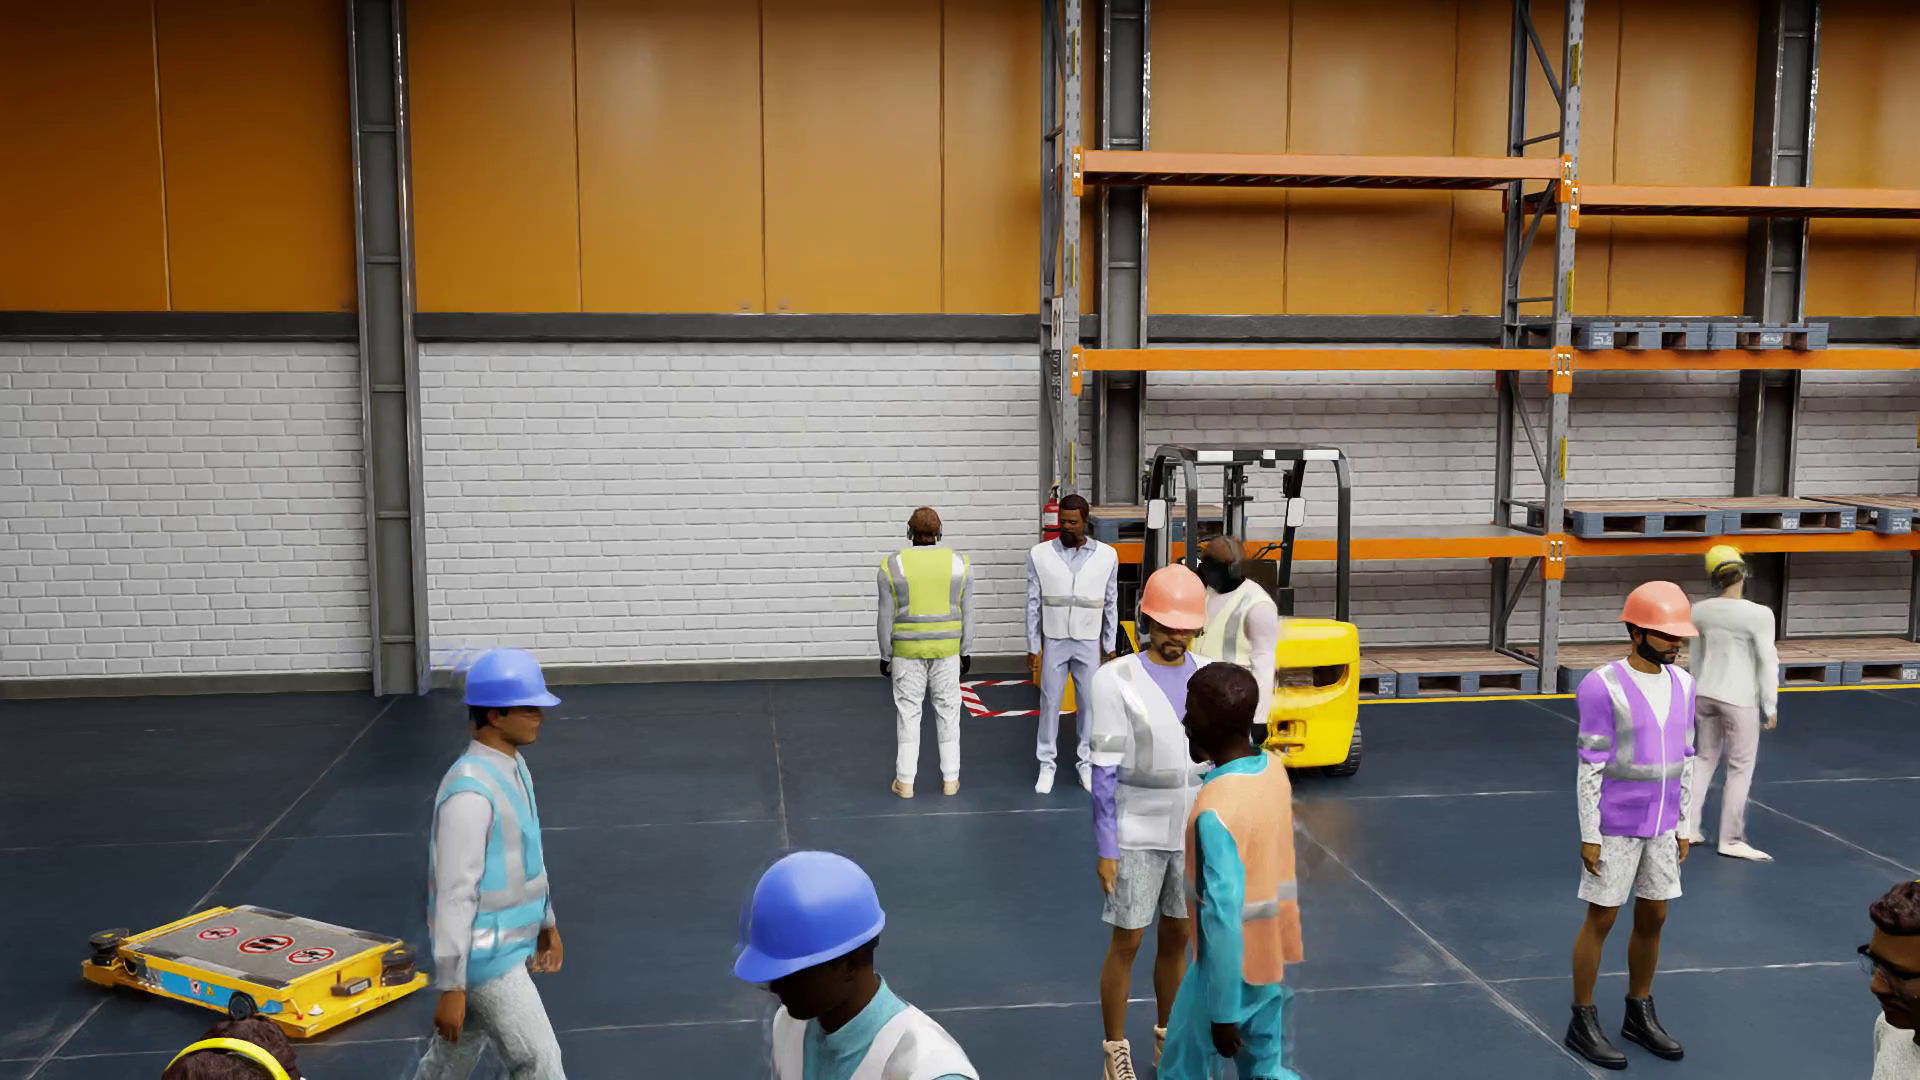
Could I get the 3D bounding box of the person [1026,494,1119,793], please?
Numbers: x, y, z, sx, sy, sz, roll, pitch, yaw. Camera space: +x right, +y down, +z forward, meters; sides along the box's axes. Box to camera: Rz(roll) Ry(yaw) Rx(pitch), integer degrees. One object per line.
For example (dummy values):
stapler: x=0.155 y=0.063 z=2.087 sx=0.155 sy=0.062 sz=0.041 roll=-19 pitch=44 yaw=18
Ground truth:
person: x=0.715 y=0.656 z=10.620 sx=0.590 sy=1.916 sz=0.389 roll=0 pitch=7 yaw=-1

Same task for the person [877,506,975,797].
person: x=-0.221 y=0.706 z=10.510 sx=0.626 sy=1.844 sz=0.429 roll=-1 pitch=7 yaw=-11

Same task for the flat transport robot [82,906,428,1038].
flat transport robot: x=-3.099 y=1.851 z=7.288 sx=1.431 sy=0.197 sz=0.652 roll=3 pitch=7 yaw=28

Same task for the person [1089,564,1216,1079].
person: x=0.768 y=1.098 z=6.222 sx=0.605 sy=2.037 sz=0.394 roll=-4 pitch=7 yaw=-28

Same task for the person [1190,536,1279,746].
person: x=1.482 y=0.889 z=9.001 sx=0.489 sy=1.830 sz=0.661 roll=-3 pitch=7 yaw=-24

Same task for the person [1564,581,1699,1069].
person: x=2.691 y=1.114 z=6.574 sx=0.549 sy=1.928 sz=0.388 roll=-2 pitch=7 yaw=-19

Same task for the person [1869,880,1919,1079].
person: x=1.815 y=1.541 z=3.153 sx=0.336 sy=1.858 sz=0.516 roll=0 pitch=7 yaw=2

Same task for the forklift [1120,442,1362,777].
forklift: x=1.912 y=0.418 z=11.496 sx=1.214 sy=2.155 sz=2.313 roll=-1 pitch=7 yaw=-8

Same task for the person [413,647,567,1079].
person: x=-1.423 y=1.278 z=5.268 sx=1.014 sy=1.889 sz=0.642 roll=-1 pitch=7 yaw=-6

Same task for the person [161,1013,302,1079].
person: x=-1.025 y=1.610 z=2.445 sx=0.514 sy=1.876 sz=0.328 roll=1 pitch=7 yaw=5

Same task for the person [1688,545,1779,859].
person: x=4.249 y=0.909 z=9.230 sx=0.348 sy=1.735 sz=0.568 roll=-3 pitch=7 yaw=-23

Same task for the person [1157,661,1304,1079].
person: x=0.909 y=1.301 z=5.097 sx=0.859 sy=1.892 sz=0.600 roll=4 pitch=7 yaw=29

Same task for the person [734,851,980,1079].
person: x=-0.230 y=1.508 z=3.308 sx=0.557 sy=1.899 sz=0.781 roll=-5 pitch=8 yaw=-38
